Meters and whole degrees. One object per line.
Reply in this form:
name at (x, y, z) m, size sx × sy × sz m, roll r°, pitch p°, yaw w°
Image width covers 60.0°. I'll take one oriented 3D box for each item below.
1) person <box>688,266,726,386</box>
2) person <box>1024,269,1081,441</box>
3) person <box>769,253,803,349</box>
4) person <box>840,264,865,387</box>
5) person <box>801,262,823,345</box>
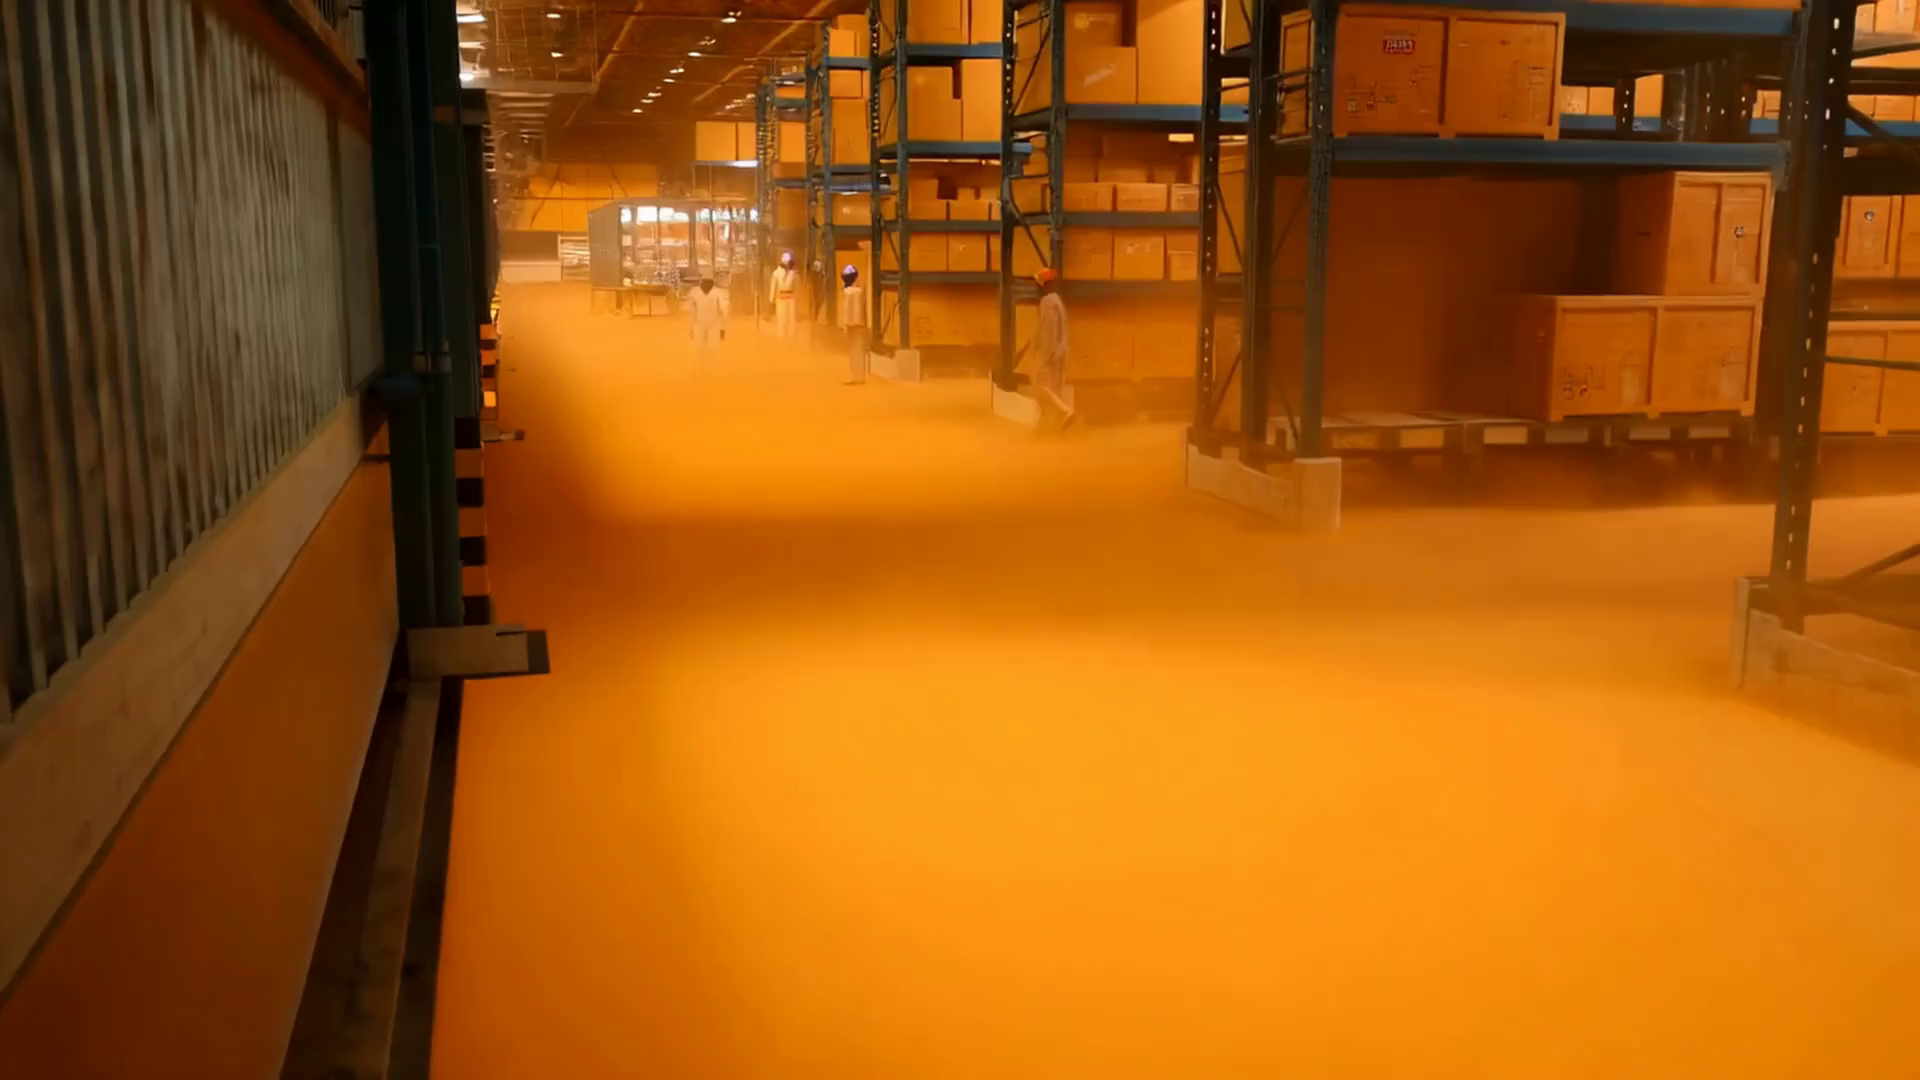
person at (-3.671, -3.093, 24.122) m, size 0.587 × 1.732 × 0.386 m, roll 1°, pitch 10°, yaw 6°
person at (0.971, -1.916, 17.321) m, size 0.543 × 1.791 × 0.633 m, roll 2°, pitch 10°, yaw 10°
person at (-3.465, -4.709, 32.880) m, size 0.656 × 1.868 × 1.077 m, roll 1°, pitch 10°, yaw 5°
person at (-1.576, -3.085, 23.999) m, size 0.325 × 1.767 × 0.533 m, roll 4°, pitch 11°, yaw 20°
person at (-2.980, -4.810, 33.916) m, size 0.515 × 1.707 × 0.553 m, roll -8°, pitch 13°, yaw -37°
